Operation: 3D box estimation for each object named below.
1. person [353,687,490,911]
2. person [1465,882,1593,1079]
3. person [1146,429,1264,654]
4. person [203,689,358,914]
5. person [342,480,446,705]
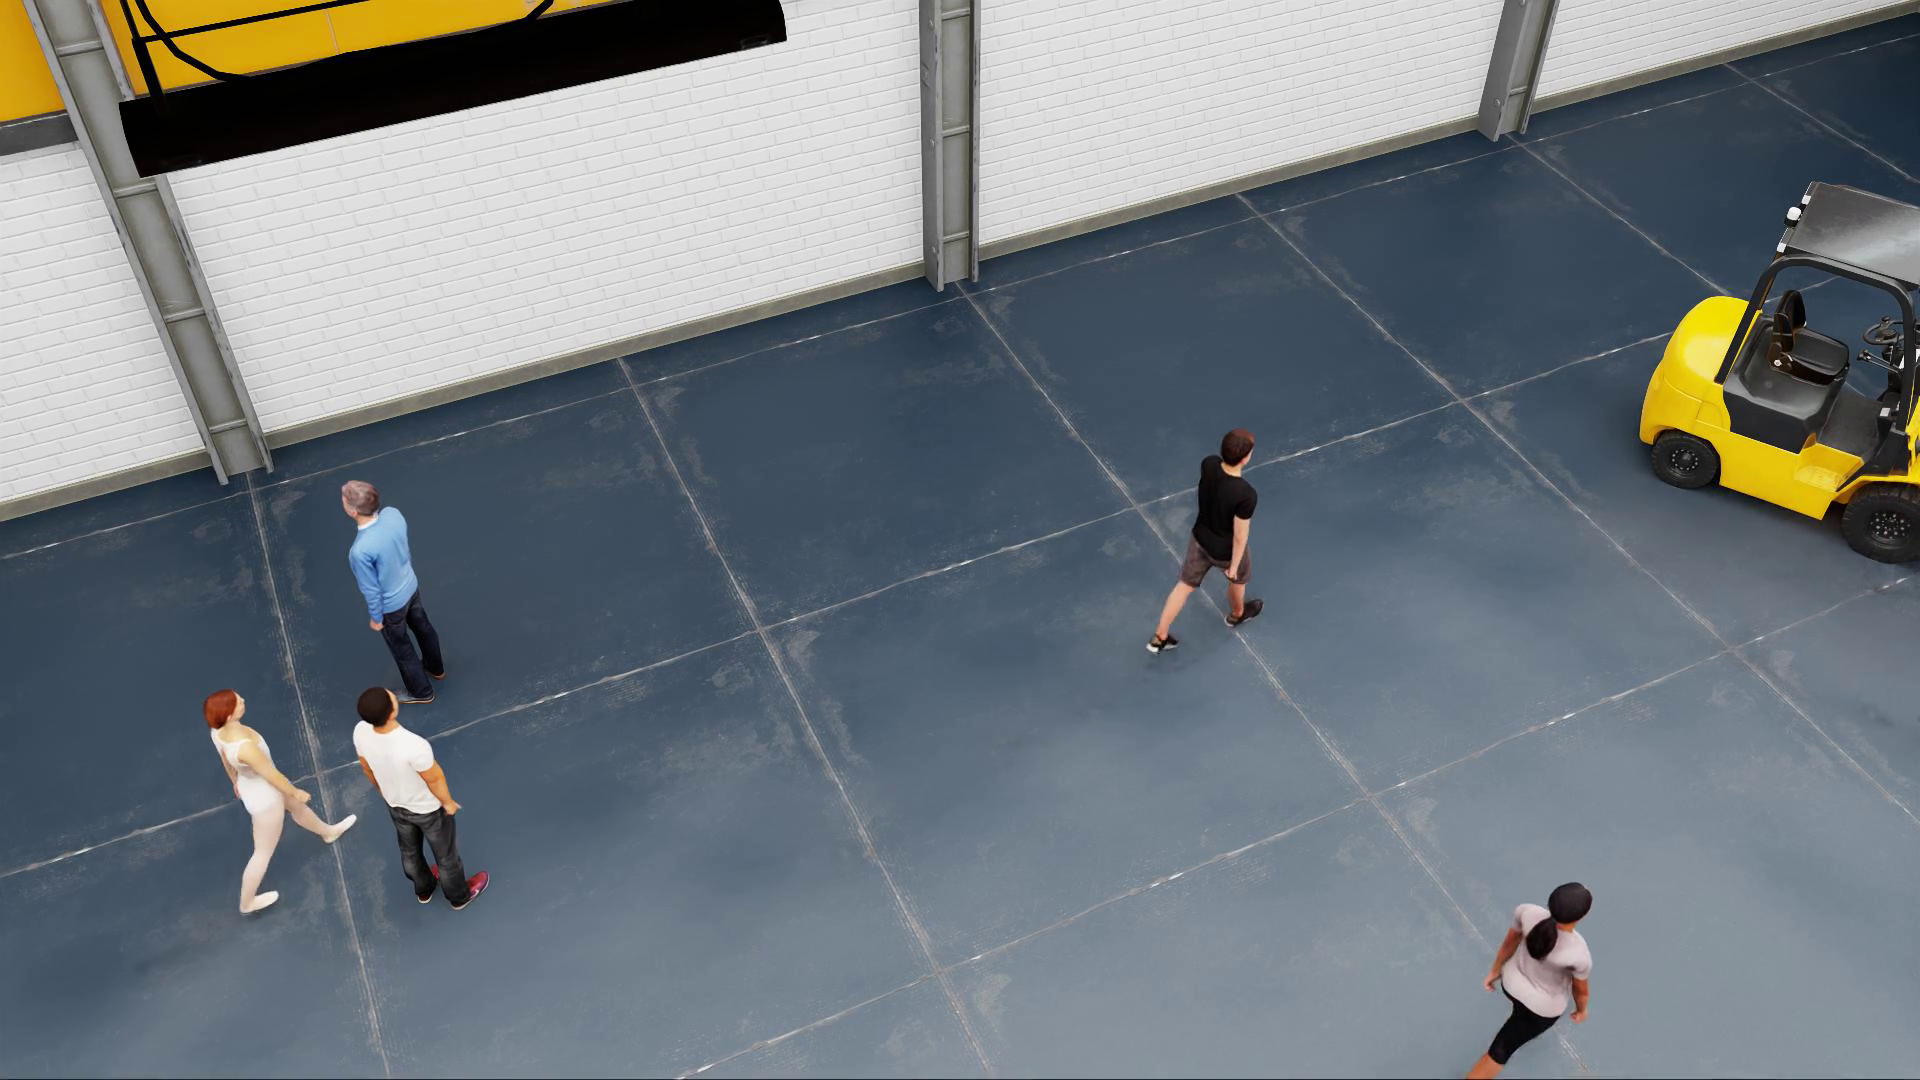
[{"bbox_3d":[-3.090,1.463,9.384,0.709,1.804,0.772,14,45,14],"label":"person"},{"bbox_3d":[2.850,2.375,8.503,1.167,1.699,0.719,-24,49,-23],"label":"person"},{"bbox_3d":[1.606,0.033,10.865,1.283,1.831,0.889,-31,52,-28],"label":"person"},{"bbox_3d":[-4.041,1.512,9.481,0.799,1.600,1.129,34,53,30],"label":"person"},{"bbox_3d":[-3.605,0.321,10.571,0.781,1.820,0.745,10,44,10],"label":"person"}]
